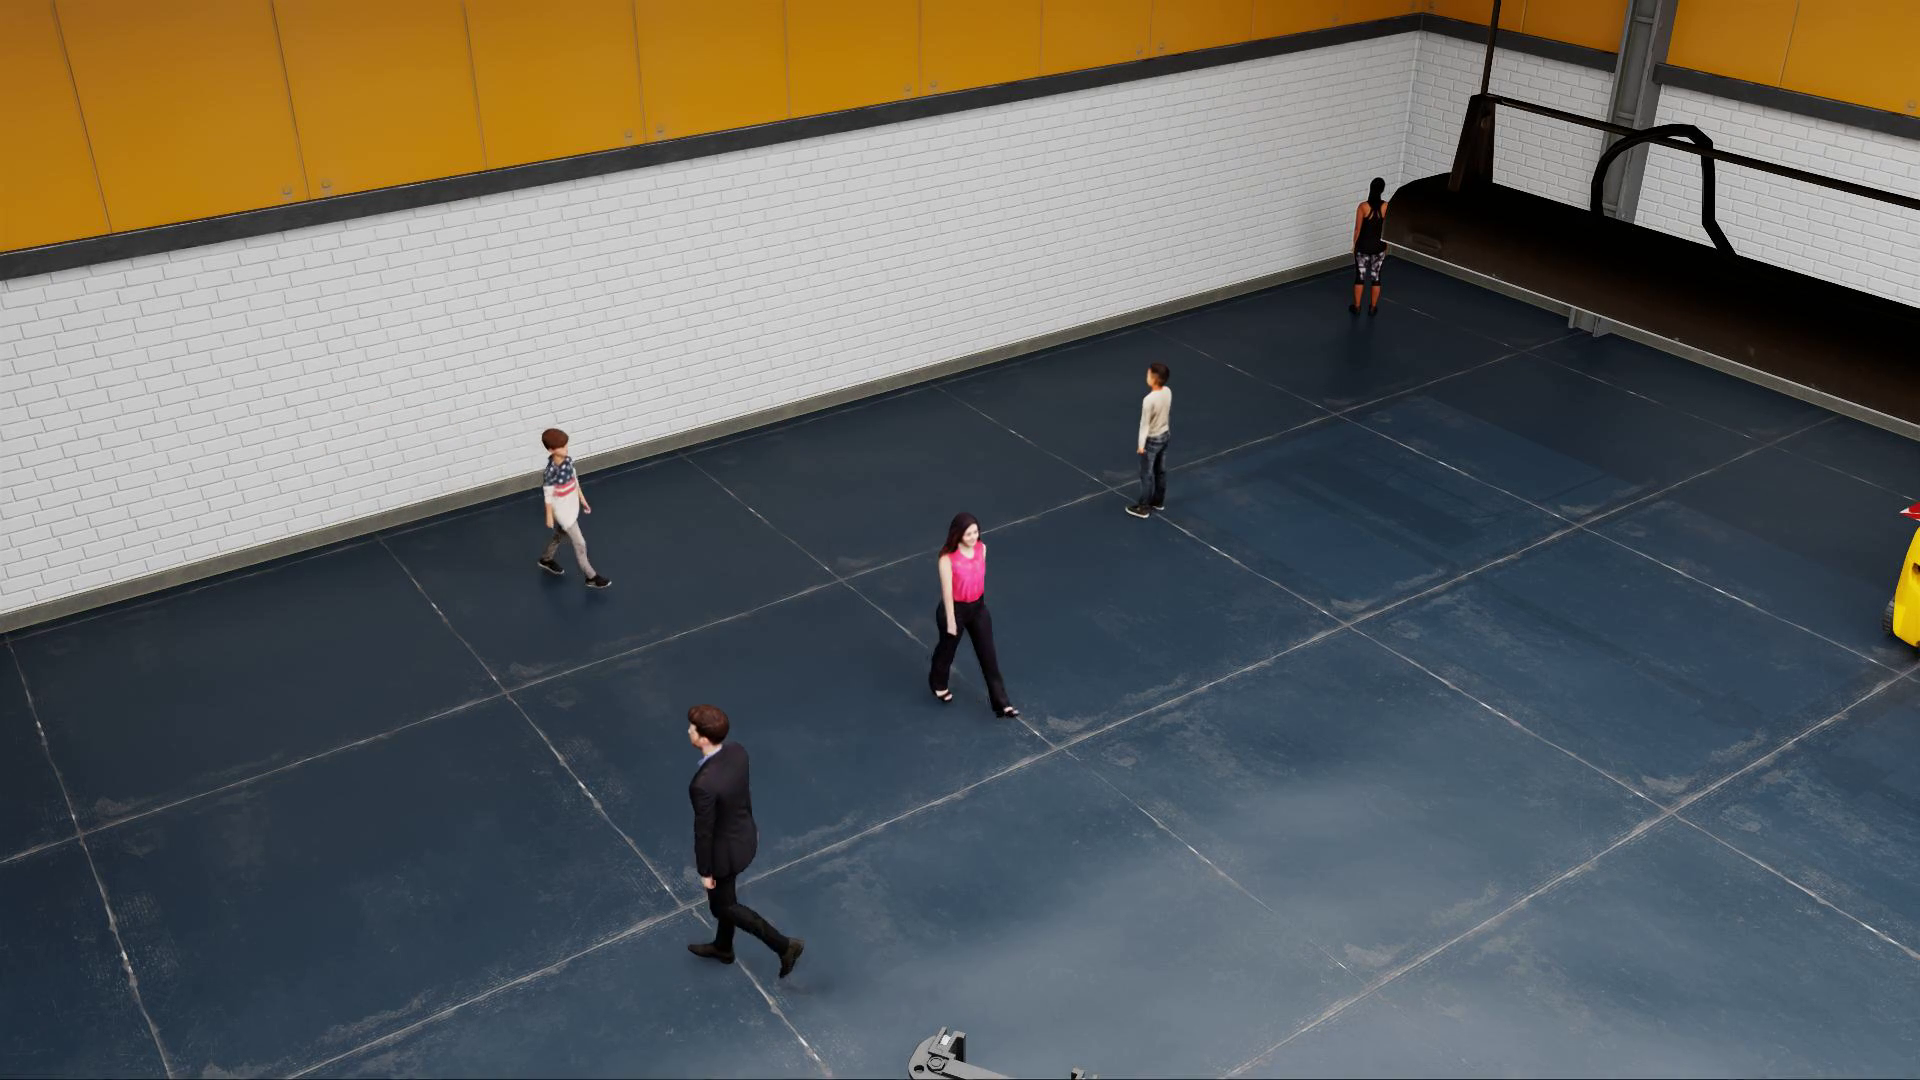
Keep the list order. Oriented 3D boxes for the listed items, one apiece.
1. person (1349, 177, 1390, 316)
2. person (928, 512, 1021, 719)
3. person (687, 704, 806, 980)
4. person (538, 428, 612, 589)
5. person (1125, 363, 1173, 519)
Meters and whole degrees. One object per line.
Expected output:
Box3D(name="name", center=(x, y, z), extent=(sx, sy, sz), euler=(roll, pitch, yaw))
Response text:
Box3D(name="person", center=(4.803, -3.441, 19.424), extent=(0.652, 1.660, 0.696), euler=(2, 29, 5))
Box3D(name="person", center=(-0.031, 0.538, 12.182), extent=(0.622, 1.611, 1.055), euler=(-22, 36, -35))
Box3D(name="person", center=(-1.281, 1.783, 9.629), extent=(1.170, 1.869, 1.051), euler=(9, 30, 16))
Box3D(name="person", center=(-3.356, -0.281, 13.897), extent=(1.005, 1.407, 0.905), euler=(7, 29, 13))
Box3D(name="person", center=(1.772, -0.905, 14.984), extent=(0.590, 1.461, 0.601), euler=(23, 36, 35))
